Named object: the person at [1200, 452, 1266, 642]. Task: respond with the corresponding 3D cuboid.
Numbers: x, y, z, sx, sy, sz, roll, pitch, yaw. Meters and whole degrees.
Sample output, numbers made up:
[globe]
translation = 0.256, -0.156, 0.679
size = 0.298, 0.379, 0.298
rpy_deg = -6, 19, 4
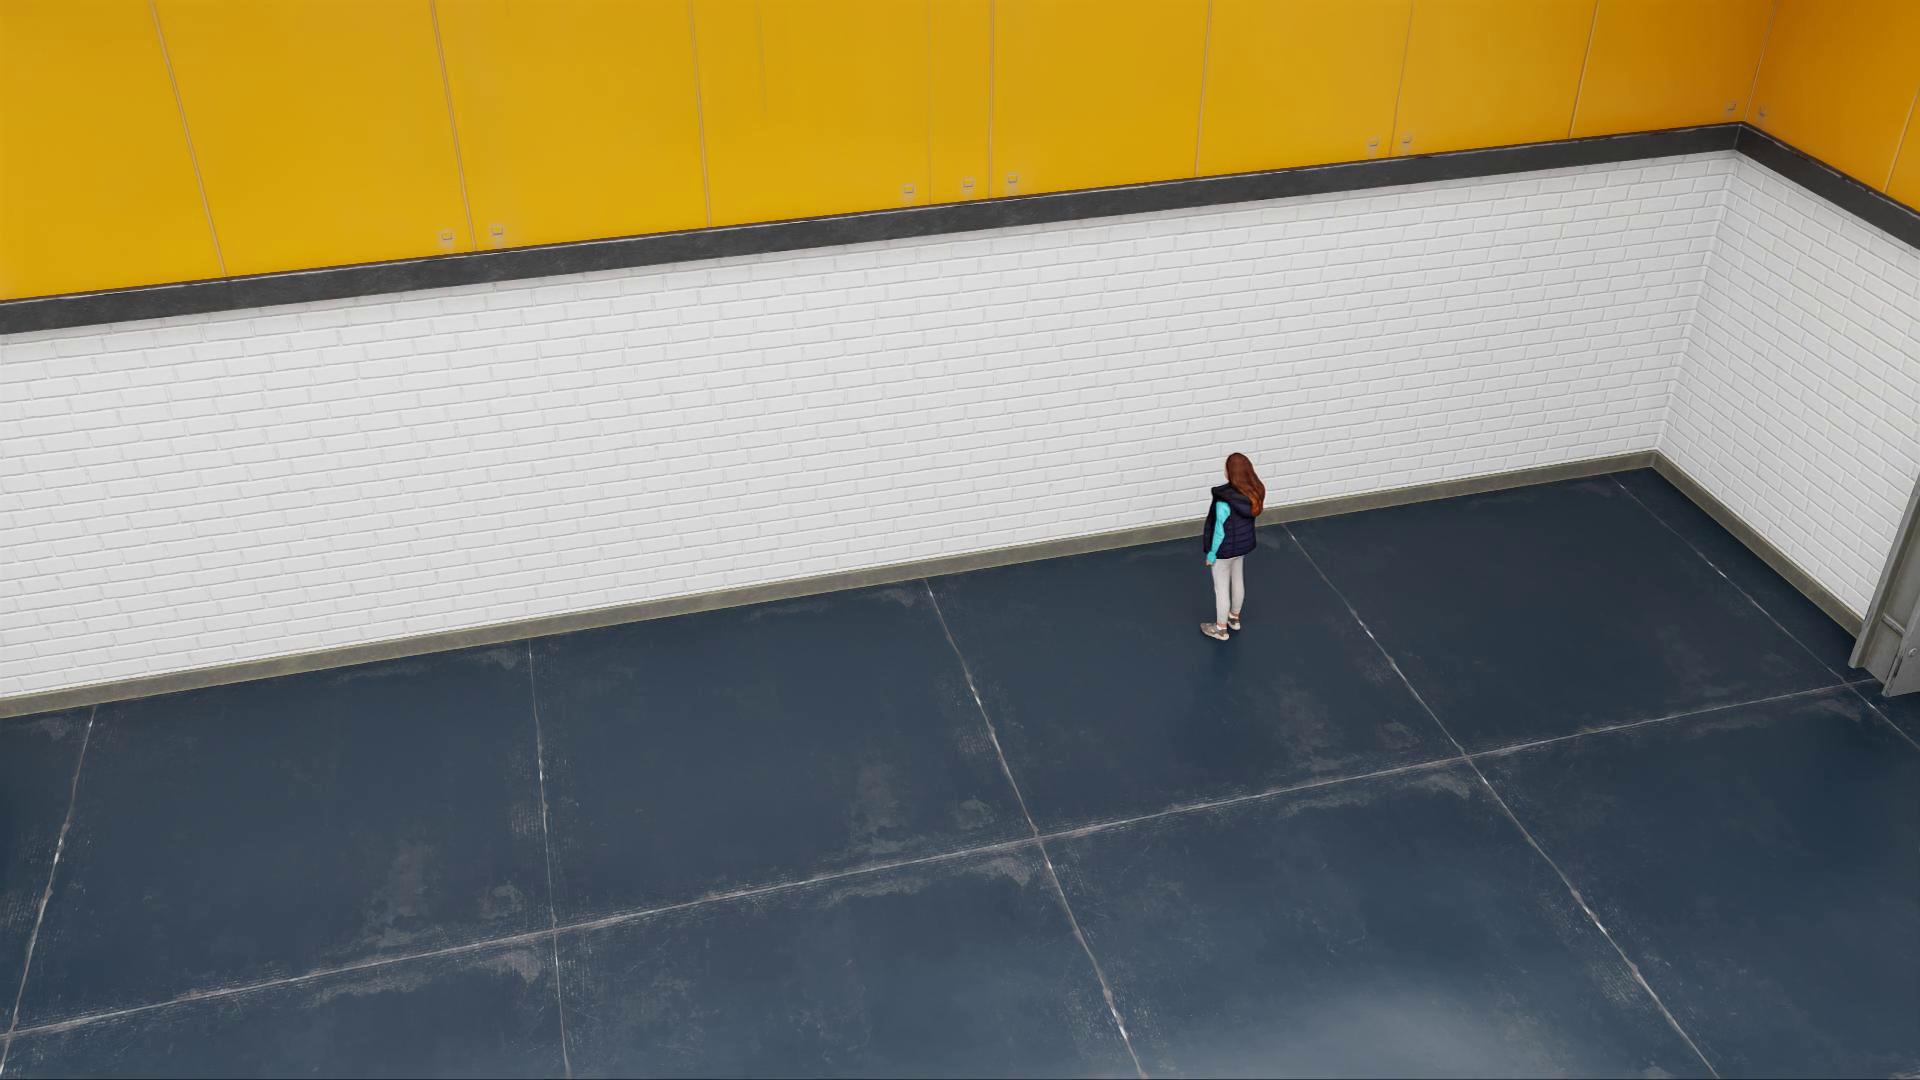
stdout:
[person]
translation = 1.936, 0.036, 11.904
size = 0.722, 1.499, 0.685
rpy_deg = 28, 43, 36
